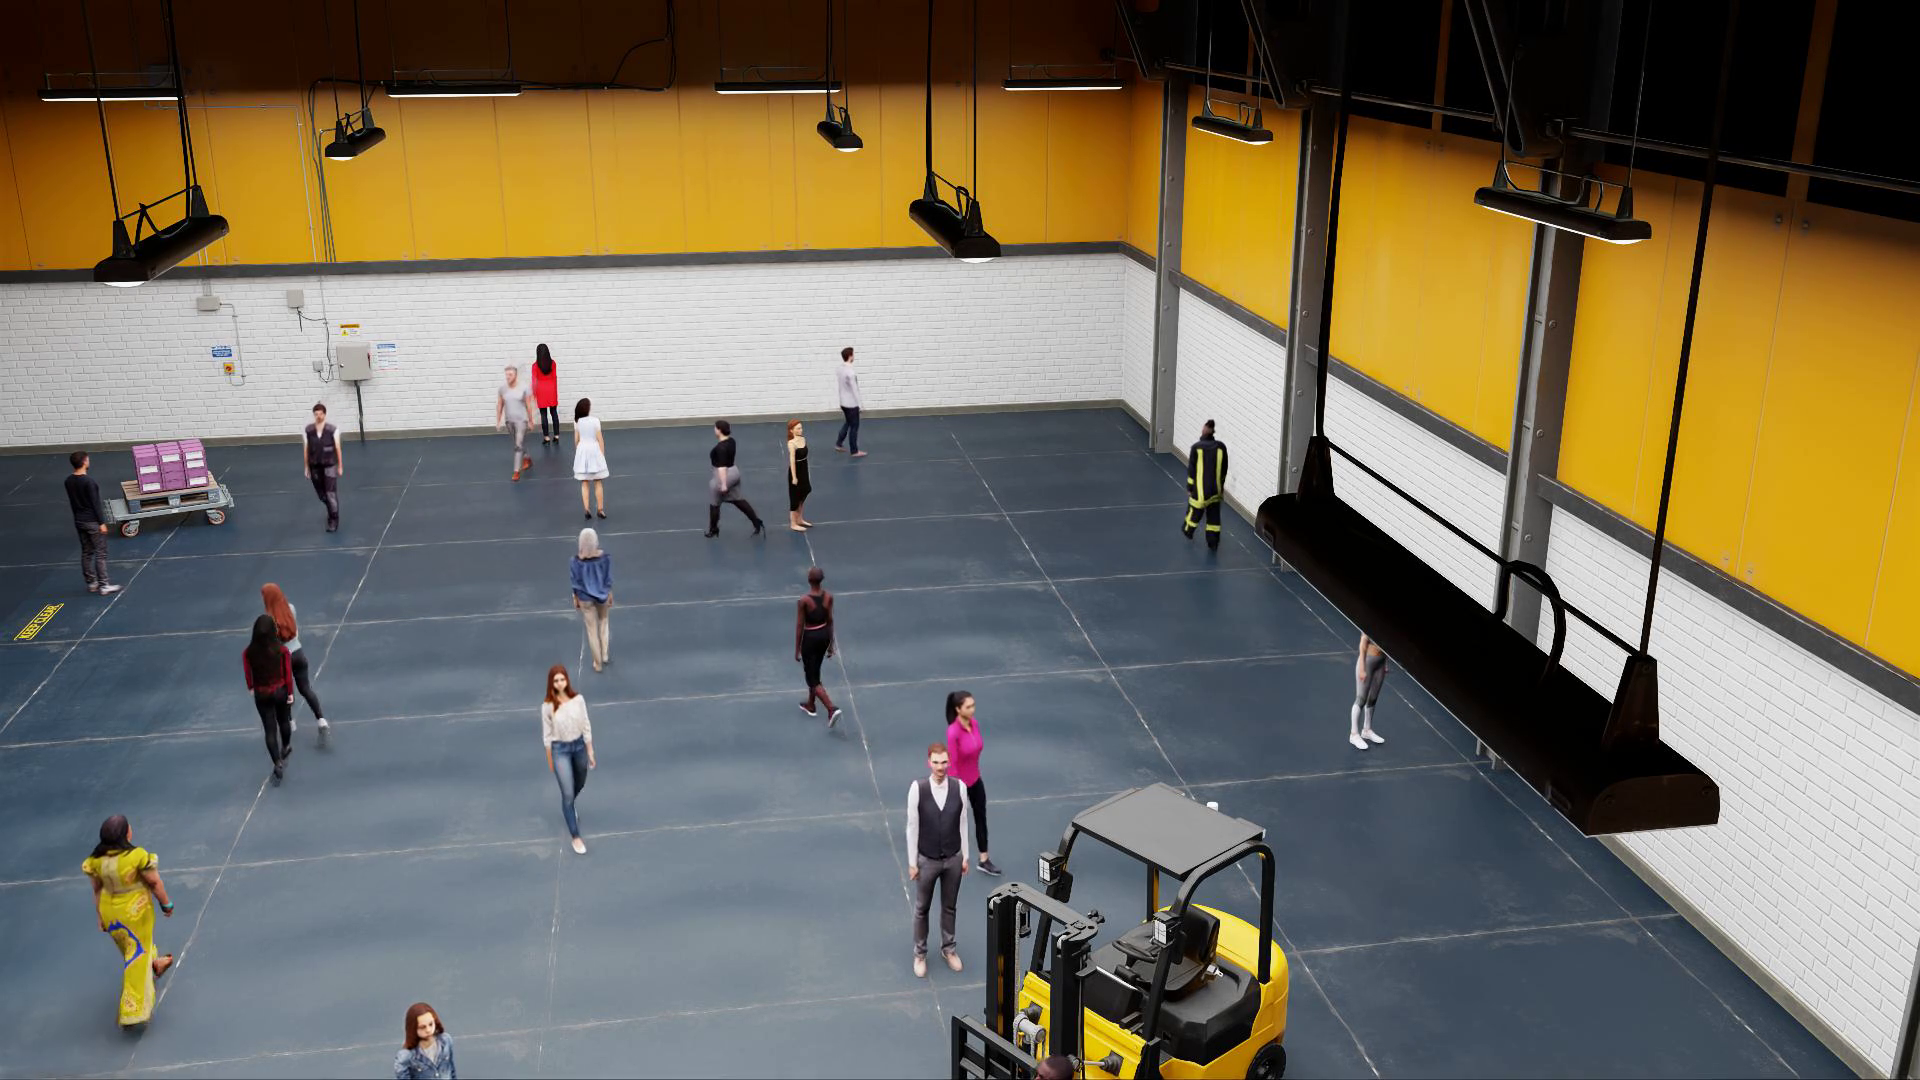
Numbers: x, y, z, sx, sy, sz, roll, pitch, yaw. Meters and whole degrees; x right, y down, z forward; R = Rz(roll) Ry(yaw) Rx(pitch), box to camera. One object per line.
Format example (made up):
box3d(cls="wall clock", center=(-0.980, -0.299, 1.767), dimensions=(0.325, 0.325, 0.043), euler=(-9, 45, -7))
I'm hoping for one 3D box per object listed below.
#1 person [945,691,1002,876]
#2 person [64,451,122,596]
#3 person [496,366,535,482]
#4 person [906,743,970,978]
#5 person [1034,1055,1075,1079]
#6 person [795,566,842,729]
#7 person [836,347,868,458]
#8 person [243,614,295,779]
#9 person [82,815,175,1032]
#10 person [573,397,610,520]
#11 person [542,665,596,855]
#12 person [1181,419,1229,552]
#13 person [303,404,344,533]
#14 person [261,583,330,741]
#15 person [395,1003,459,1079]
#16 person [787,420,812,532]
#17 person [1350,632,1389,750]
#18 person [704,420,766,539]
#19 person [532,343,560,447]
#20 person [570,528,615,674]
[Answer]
box3d(cls="person", center=(-0.057, 2.121, 14.670), dimensions=(1.178, 1.665, 1.037), euler=(16, 24, 40))
box3d(cls="person", center=(-11.163, -0.218, 21.300), dimensions=(0.721, 1.867, 0.740), euler=(8, 20, 21))
box3d(cls="person", center=(-7.003, -1.880, 26.370), dimensions=(0.941, 1.779, 1.304), euler=(2, 19, 6))
box3d(cls="person", center=(-0.176, 2.489, 13.149), dimensions=(0.666, 1.938, 0.570), euler=(-4, 19, -13))
box3d(cls="person", center=(0.534, 3.749, 9.561), dimensions=(0.783, 1.839, 0.568), euler=(-7, 20, -21))
box3d(cls="person", center=(-1.484, 1.142, 17.474), dimensions=(0.924, 1.731, 1.172), euler=(-13, 23, -34))
box3d(cls="person", center=(-1.876, -2.257, 27.391), dimensions=(0.873, 1.844, 0.780), euler=(-10, 21, -27))
box3d(cls="person", center=(-6.792, 1.565, 16.382), dimensions=(0.712, 1.625, 0.993), euler=(-7, 20, -20))
box3d(cls="person", center=(-6.262, 2.891, 12.487), dimensions=(0.898, 1.598, 1.294), euler=(0, 19, 1))
box3d(cls="person", center=(-5.394, -1.181, 24.243), dimensions=(0.784, 1.813, 0.814), euler=(2, 19, 6))
box3d(cls="person", center=(-3.579, 1.927, 15.187), dimensions=(0.821, 1.702, 1.156), euler=(-10, 21, -28))
box3d(cls="person", center=(3.422, -0.734, 22.890), dimensions=(0.764, 1.829, 1.049), euler=(-3, 19, -10))
box3d(cls="person", center=(-9.132, -1.066, 23.895), dimensions=(0.702, 1.817, 1.152), euler=(-2, 19, -5))
box3d(cls="person", center=(-6.851, 1.278, 17.105), dimensions=(1.160, 1.708, 1.086), euler=(14, 23, 35))
box3d(cls="person", center=(-3.359, 3.597, 10.582), dimensions=(0.681, 1.475, 0.639), euler=(15, 24, 38))
box3d(cls="person", center=(-2.329, -0.944, 23.837), dimensions=(0.734, 1.622, 0.656), euler=(8, 20, 23))
box3d(cls="person", center=(4.218, 1.290, 17.076), dimensions=(0.643, 1.703, 0.663), euler=(-13, 22, -33))
box3d(cls="person", center=(-3.170, -0.808, 23.272), dimensions=(1.036, 1.725, 1.164), euler=(5, 19, 15))
box3d(cls="person", center=(-7.000, -2.476, 28.191), dimensions=(0.703, 1.748, 0.734), euler=(-13, 22, -33))
box3d(cls="person", center=(-4.130, 0.705, 18.840), dimensions=(0.691, 1.687, 0.731), euler=(-7, 20, -21))
